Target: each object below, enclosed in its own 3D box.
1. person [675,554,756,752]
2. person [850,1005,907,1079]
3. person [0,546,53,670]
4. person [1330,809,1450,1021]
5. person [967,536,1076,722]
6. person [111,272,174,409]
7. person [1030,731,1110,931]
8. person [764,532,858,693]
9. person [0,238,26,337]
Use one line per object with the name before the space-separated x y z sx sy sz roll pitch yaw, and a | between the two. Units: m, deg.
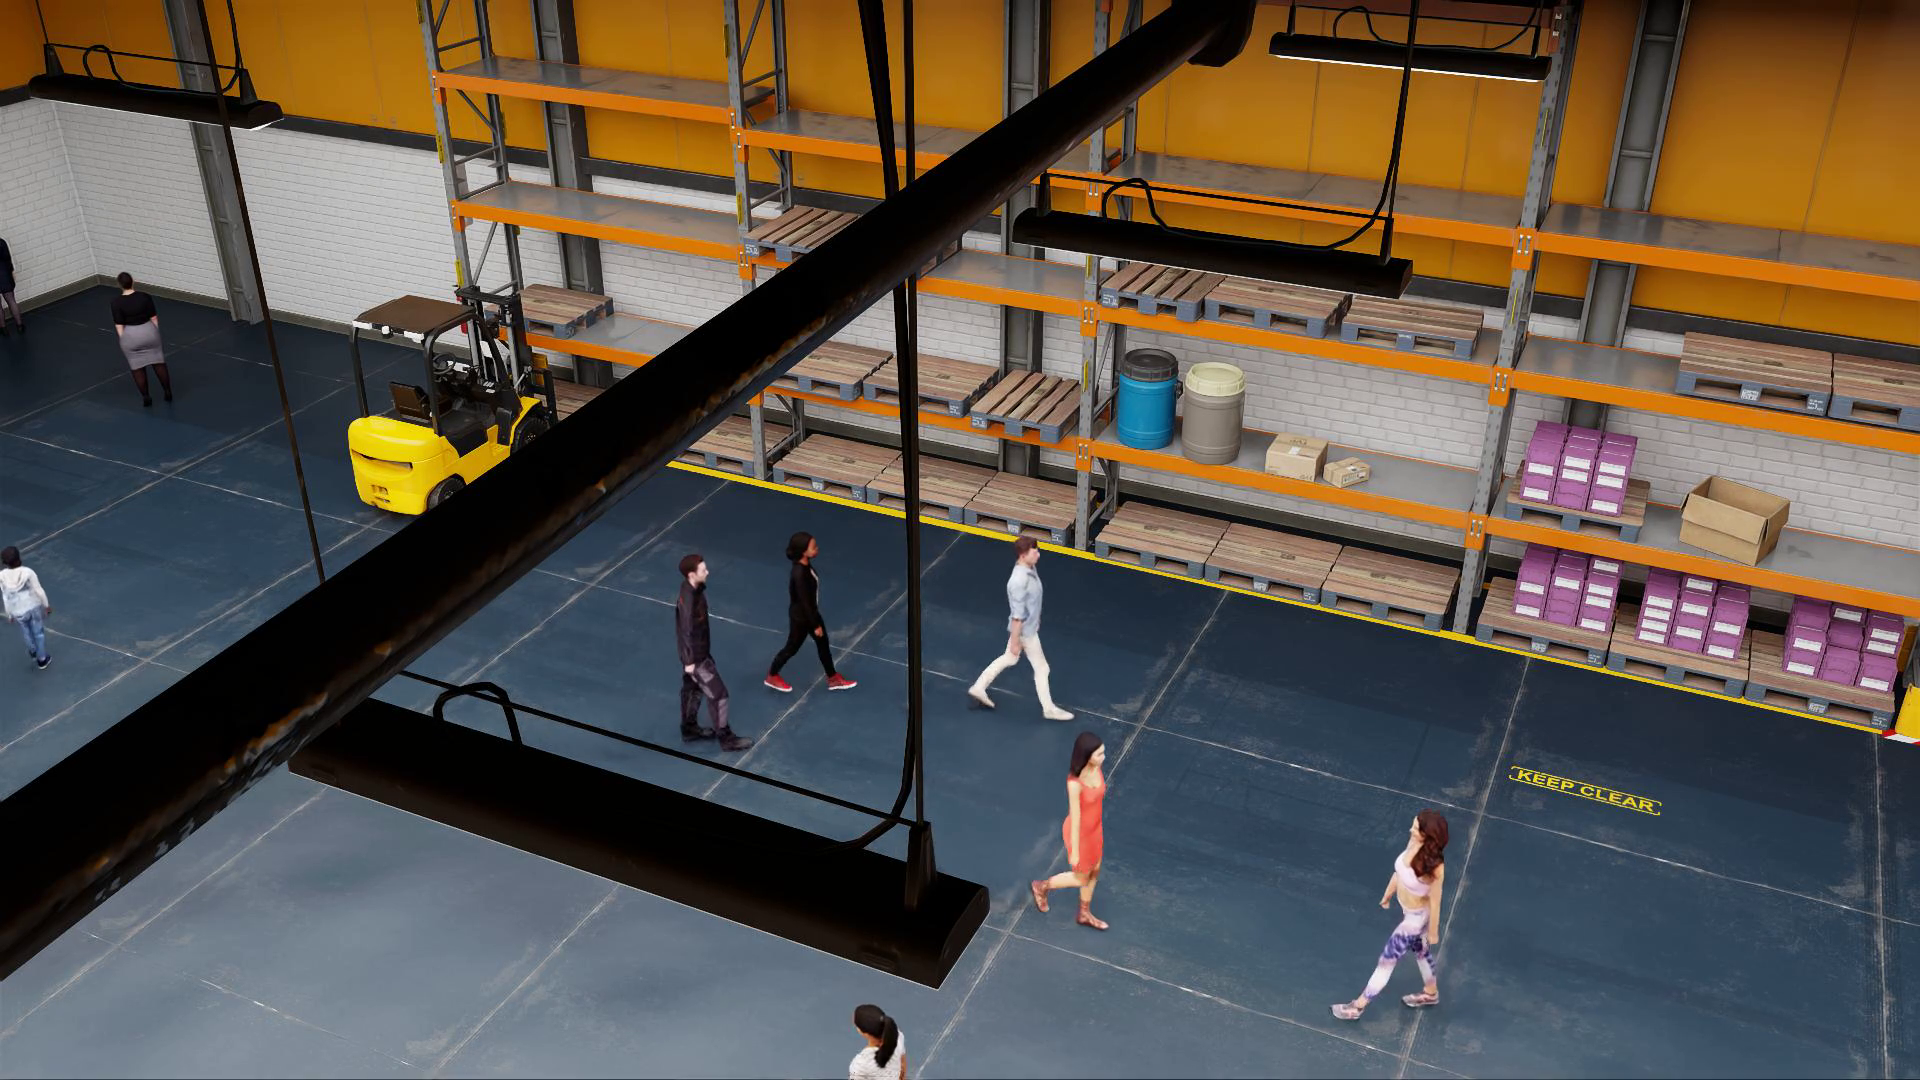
person | -2.330 0.977 14.284 1.042 1.896 0.945 -3 29 -6
person | -0.428 3.464 10.006 0.678 1.627 0.634 22 36 35
person | -8.751 0.659 15.549 0.658 1.244 0.715 -8 30 -15
person | 3.220 2.597 11.490 1.168 1.729 0.980 -4 29 -7
person | 0.476 0.783 14.724 1.288 1.815 0.876 5 29 9
person | -10.248 -2.508 20.818 0.766 1.757 0.777 -20 34 -32
person | 0.832 2.156 12.326 0.839 1.702 0.622 16 32 26
person | -1.494 0.706 15.054 1.153 1.635 0.834 2 29 4
person | -13.335 -3.646 22.992 0.793 1.673 0.827 -17 33 -28
